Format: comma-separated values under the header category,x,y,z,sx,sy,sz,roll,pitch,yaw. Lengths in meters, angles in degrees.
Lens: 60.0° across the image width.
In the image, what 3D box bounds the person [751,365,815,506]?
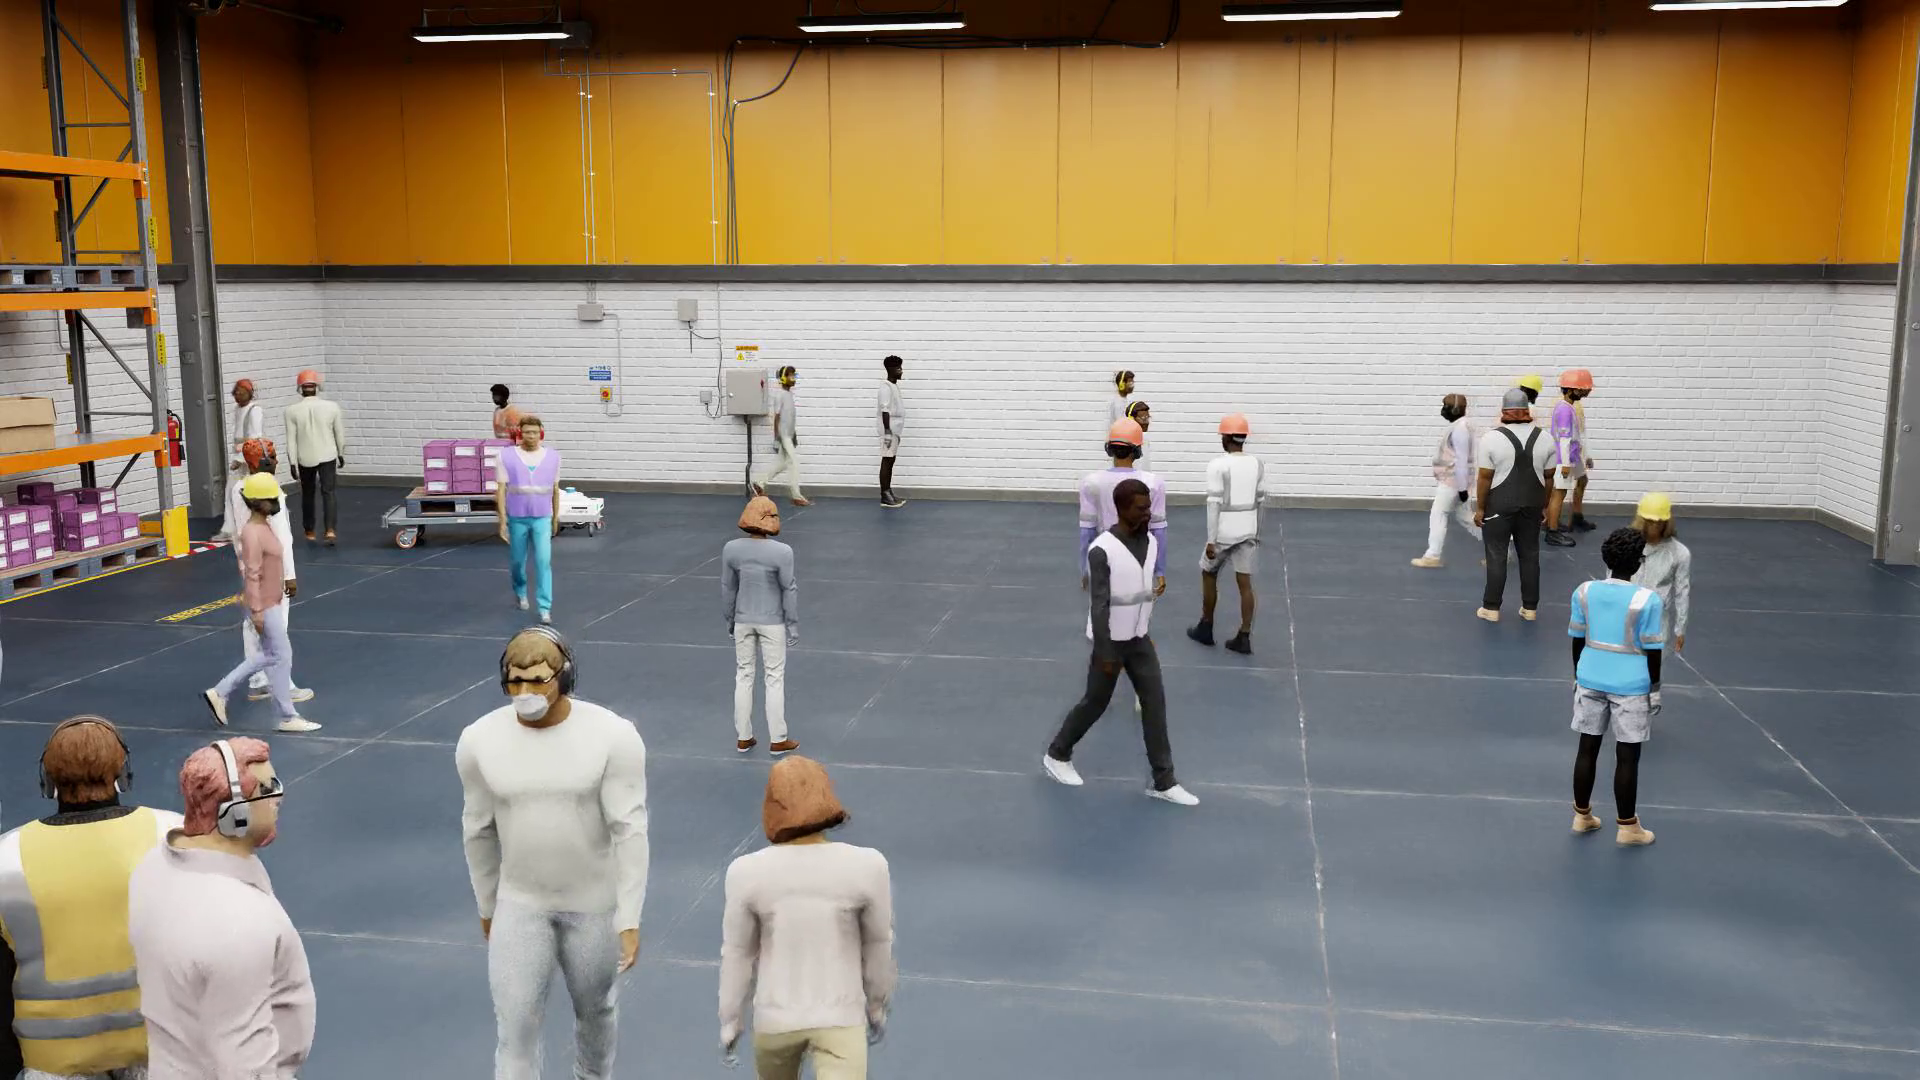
category,x,y,z,sx,sy,sz,roll,pitch,yaw
person,-2.330,-1.355,21.612,0.865,1.835,0.560,2,9,14

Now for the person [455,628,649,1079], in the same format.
category,x,y,z,sx,sy,sz,roll,pitch,yaw
person,-1.329,1.232,5.398,0.638,1.890,0.984,0,9,-3

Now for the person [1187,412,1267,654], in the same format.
category,x,y,z,sx,sy,sz,roll,pitch,yaw
person,2.140,-0.075,13.426,0.580,1.908,0.831,-4,10,-23

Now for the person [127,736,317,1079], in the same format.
category,x,y,z,sx,sy,sz,roll,pitch,yaw
person,-1.910,1.428,4.194,0.646,1.883,0.743,9,13,43

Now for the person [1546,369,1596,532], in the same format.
category,x,y,z,sx,sy,sz,roll,pitch,yaw
person,7.190,-1.020,19.280,0.738,1.908,0.560,2,9,12

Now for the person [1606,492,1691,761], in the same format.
category,x,y,z,sx,sy,sz,roll,pitch,yaw
person,4.323,0.506,10.514,0.491,1.708,0.801,3,10,19

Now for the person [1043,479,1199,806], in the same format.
category,x,y,z,sx,sy,sz,roll,pitch,yaw
person,0.900,0.562,9.626,0.993,1.877,0.610,8,12,41

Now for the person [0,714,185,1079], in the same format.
category,x,y,z,sx,sy,sz,roll,pitch,yaw
person,-2.353,1.383,4.609,0.634,1.841,0.429,-5,10,-27

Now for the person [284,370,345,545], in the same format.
category,x,y,z,sx,sy,sz,roll,pitch,yaw
person,-7.191,-0.923,18.584,0.616,1.954,0.959,-4,10,-23

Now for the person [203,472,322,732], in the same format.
category,x,y,z,sx,sy,sz,roll,pitch,yaw
person,-4.610,0.418,10.883,0.666,1.743,0.532,-2,9,-15

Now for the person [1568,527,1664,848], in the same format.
category,x,y,z,sx,sy,sz,roll,pitch,yaw
person,3.478,0.774,8.828,0.322,1.697,0.531,-7,11,-35

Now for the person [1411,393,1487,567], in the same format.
category,x,y,z,sx,sy,sz,roll,pitch,yaw
person,5.150,-0.605,17.025,0.868,1.817,0.611,4,10,22

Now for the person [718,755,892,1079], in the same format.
category,x,y,z,sx,sy,sz,roll,pitch,yaw
person,-0.467,1.445,5.034,0.525,1.580,0.736,0,9,1

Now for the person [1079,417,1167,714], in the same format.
category,x,y,z,sx,sy,sz,roll,pitch,yaw
person,1.125,0.179,11.448,0.605,2.045,0.381,3,9,15

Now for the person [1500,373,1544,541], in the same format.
category,x,y,z,sx,sy,sz,roll,pitch,yaw
person,6.286,-0.929,18.741,0.536,1.906,0.606,-3,10,-19

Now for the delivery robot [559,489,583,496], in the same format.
category,x,y,z,sx,sy,sz,roll,pitch,yaw
delivery robot,-4.813,-0.438,19.593,0.707,0.478,0.477,-8,12,-42

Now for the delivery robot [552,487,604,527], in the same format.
category,x,y,z,sx,sy,sz,roll,pitch,yaw
delivery robot,-4.466,-0.361,19.115,0.707,0.478,0.477,0,9,-2

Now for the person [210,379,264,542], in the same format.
category,x,y,z,sx,sy,sz,roll,pitch,yaw
person,-8.053,-0.899,18.764,0.572,1.844,0.707,7,12,37

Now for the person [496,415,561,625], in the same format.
category,x,y,z,sx,sy,sz,roll,pitch,yaw
person,-3.777,-0.207,14.583,0.572,1.813,0.887,-4,10,-21

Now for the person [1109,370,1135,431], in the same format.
category,x,y,z,sx,sy,sz,roll,pitch,yaw
person,1.986,-1.114,20.046,0.380,1.856,0.569,2,9,13

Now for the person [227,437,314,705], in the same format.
category,x,y,z,sx,sy,sz,roll,pitch,yaw
person,-4.876,0.219,11.705,0.576,1.882,0.355,6,11,32

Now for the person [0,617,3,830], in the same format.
category,x,y,z,sx,sy,sz,roll,pitch,yaw
person,-4.932,0.783,8.030,0.629,1.940,0.372,1,9,4

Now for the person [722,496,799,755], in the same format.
category,x,y,z,sx,sy,sz,roll,pitch,yaw
person,-1.255,0.536,10.502,0.504,1.631,0.282,3,10,20

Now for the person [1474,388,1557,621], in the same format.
category,x,y,z,sx,sy,sz,roll,pitch,yaw
person,4.802,-0.315,14.523,0.688,2.000,0.535,-1,9,-4

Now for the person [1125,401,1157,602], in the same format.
category,x,y,z,sx,sy,sz,roll,pitch,yaw
person,1.609,-0.332,15.157,0.316,1.870,0.531,6,11,34

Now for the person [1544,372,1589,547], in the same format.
category,x,y,z,sx,sy,sz,roll,pitch,yaw
person,6.740,-0.901,18.479,0.375,1.935,0.551,3,10,16

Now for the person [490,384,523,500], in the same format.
category,x,y,z,sx,sy,sz,roll,pitch,yaw
person,-5.685,-1.152,20.951,0.839,1.641,0.588,-9,13,-43

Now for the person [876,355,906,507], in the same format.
category,x,y,z,sx,sy,sz,roll,pitch,yaw
person,-0.893,-1.419,21.602,0.374,1.966,0.608,2,9,10
